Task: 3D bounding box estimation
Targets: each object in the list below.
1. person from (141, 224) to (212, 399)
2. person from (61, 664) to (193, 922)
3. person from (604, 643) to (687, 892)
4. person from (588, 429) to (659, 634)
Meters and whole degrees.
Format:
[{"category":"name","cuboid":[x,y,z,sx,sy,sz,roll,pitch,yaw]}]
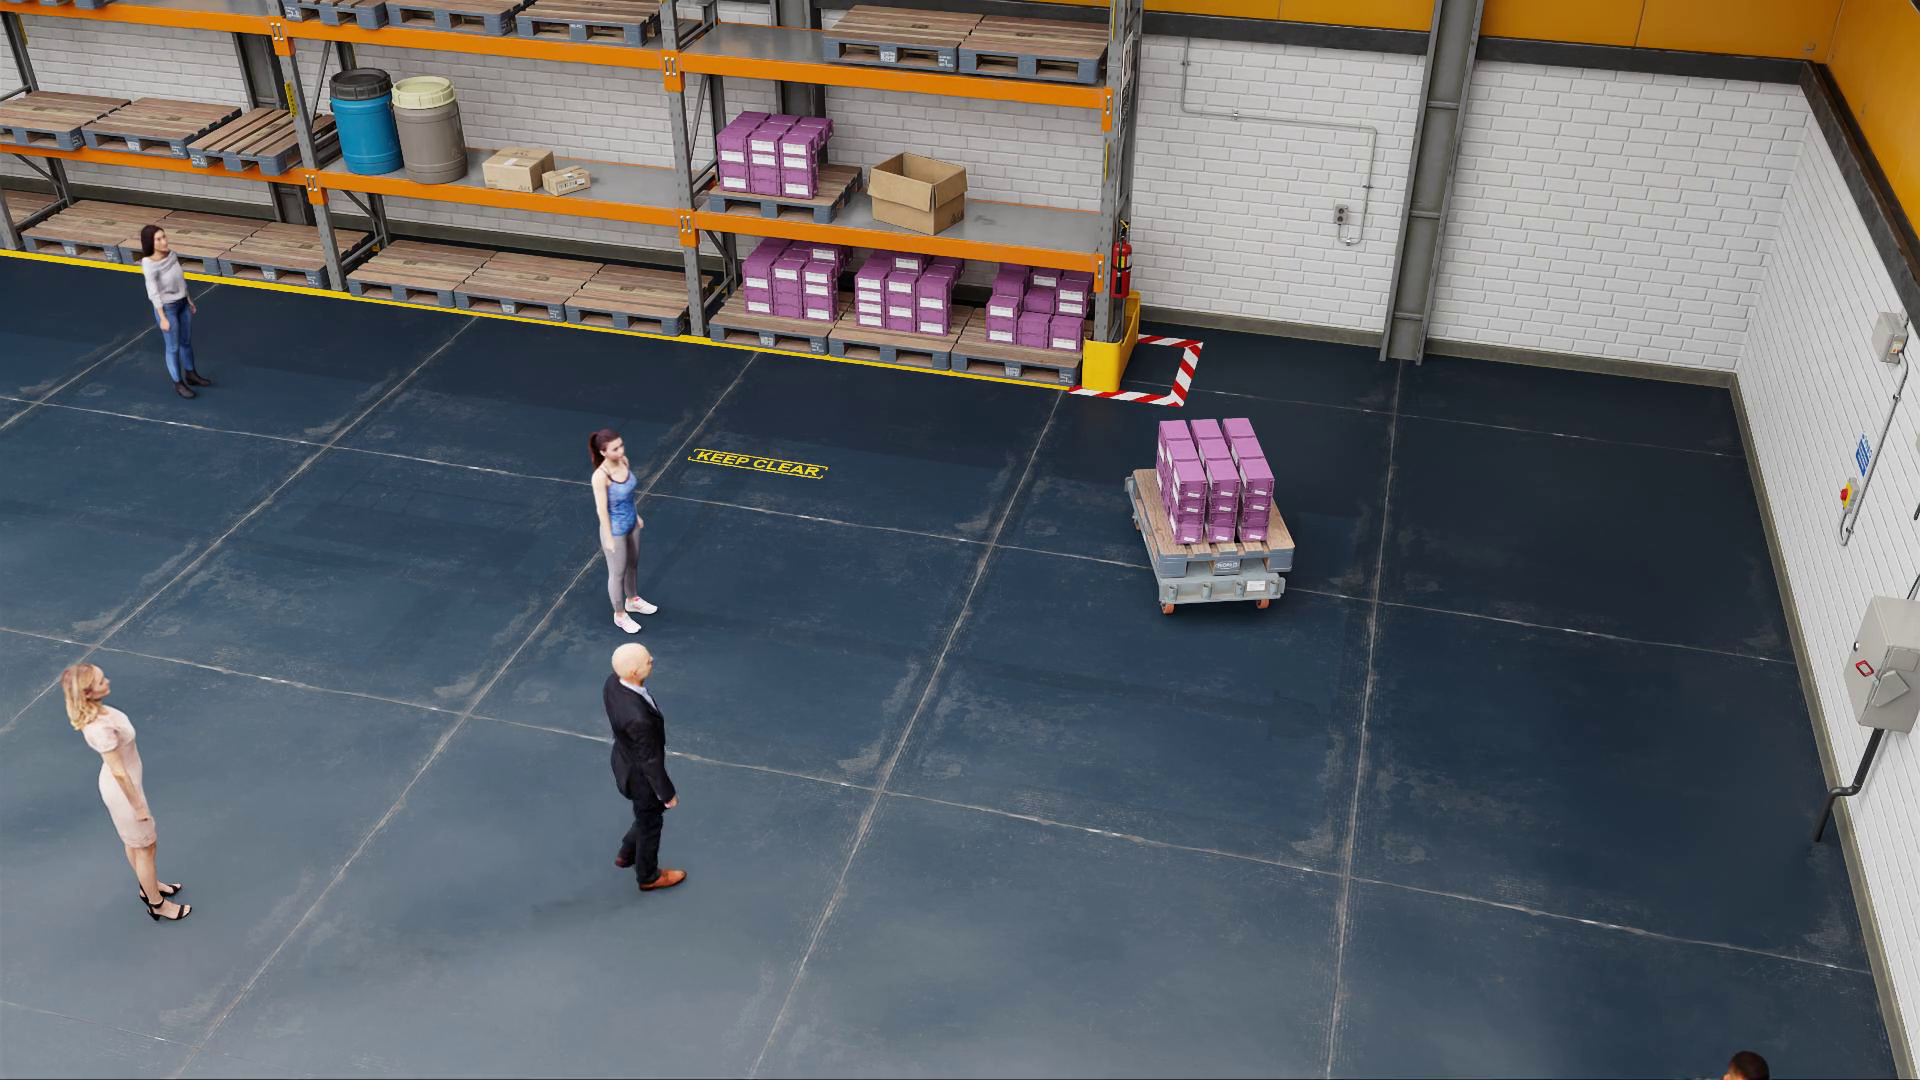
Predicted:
[{"category":"person","cuboid":[-7.098,-2.077,14.970,0.514,1.631,0.607,7,34,10]},{"category":"person","cuboid":[-4.781,1.441,9.497,0.709,1.830,0.626,-22,39,-29]},{"category":"person","cuboid":[-1.925,1.364,9.649,0.855,1.790,0.814,-13,36,-19]},{"category":"person","cuboid":[-2.451,-0.089,11.998,0.566,1.610,0.581,12,36,18]}]
